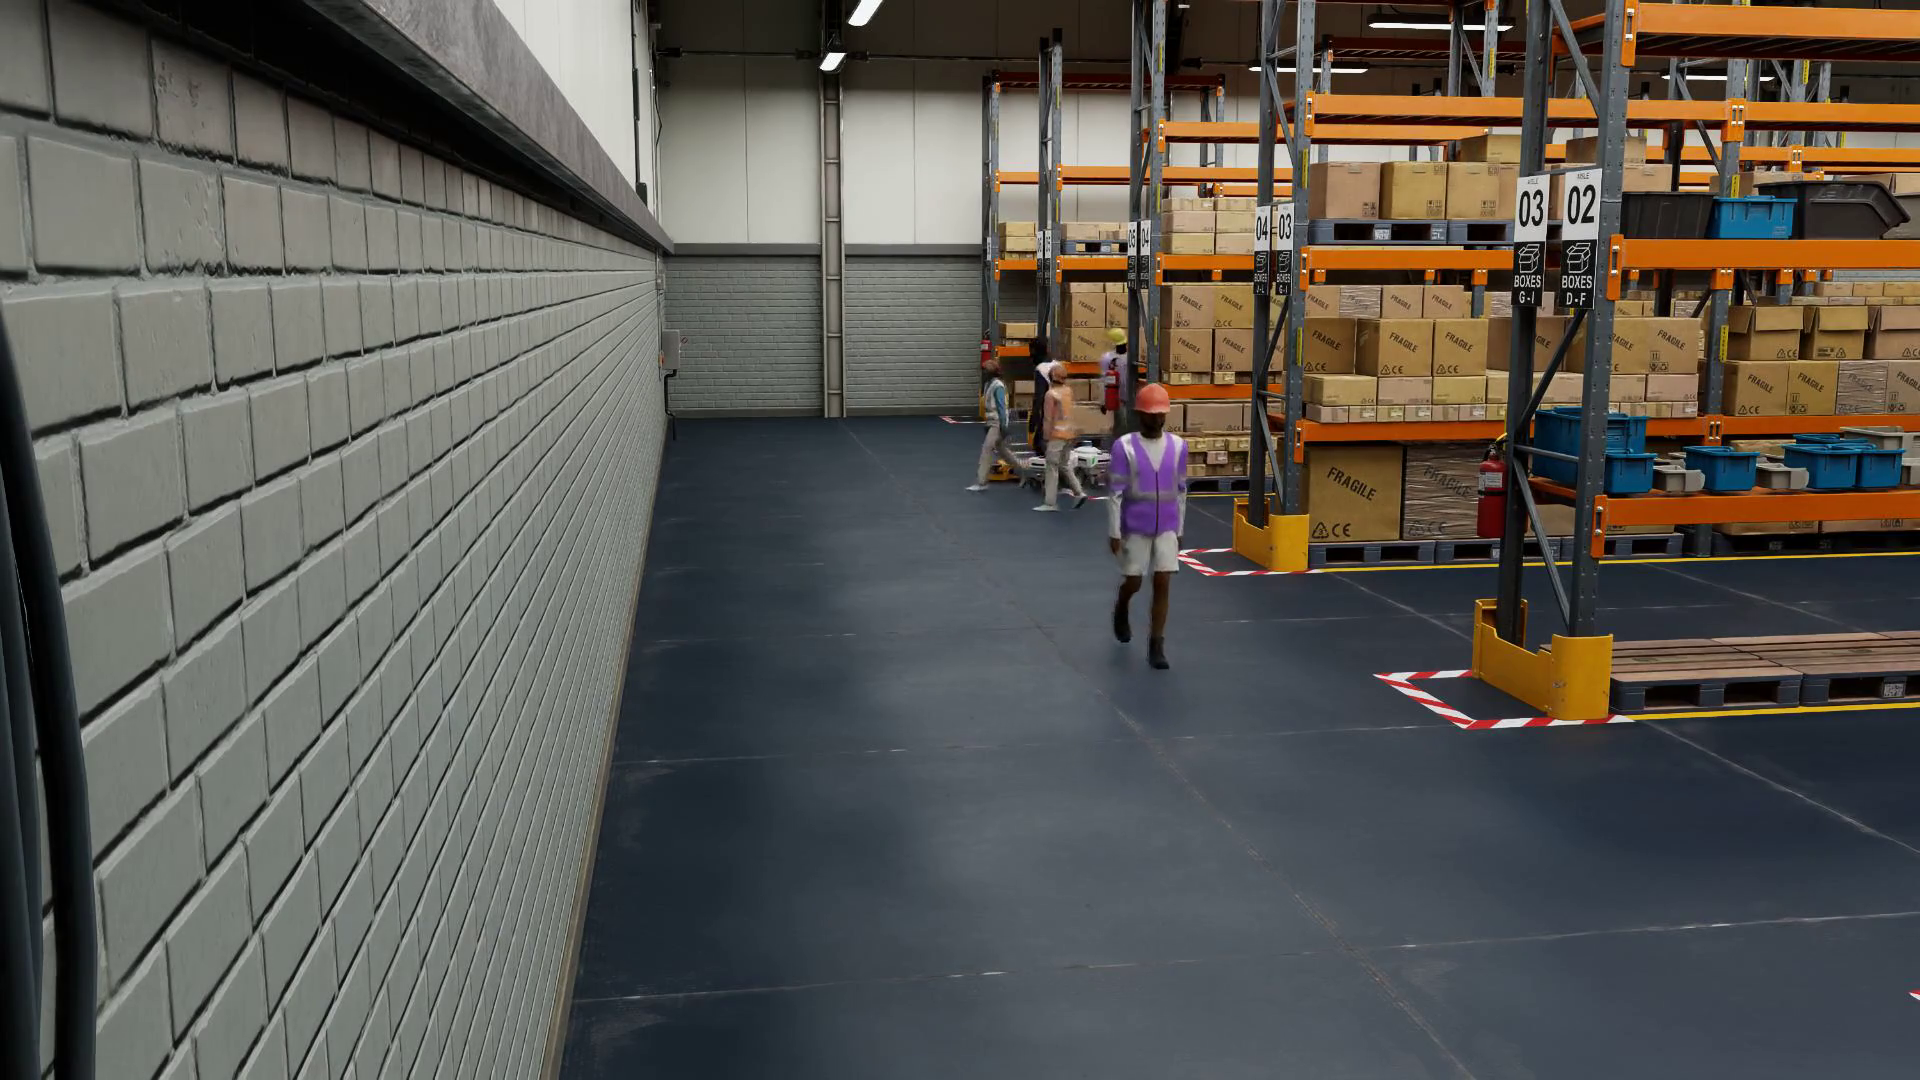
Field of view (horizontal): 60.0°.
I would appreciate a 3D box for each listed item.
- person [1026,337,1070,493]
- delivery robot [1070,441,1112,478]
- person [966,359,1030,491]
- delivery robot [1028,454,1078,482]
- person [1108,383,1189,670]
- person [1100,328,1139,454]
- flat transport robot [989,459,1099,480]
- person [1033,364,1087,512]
[{"bbox_3d":[0.984,-1.465,19.699,0.708,1.870,0.652,3,10,17],"label":"person"},{"bbox_3d":[1.568,-0.979,20.470,0.477,0.478,0.707,-6,11,-31],"label":"delivery robot"},{"bbox_3d":[0.494,-1.382,20.045,0.808,1.597,0.560,-2,9,-11],"label":"person"},{"bbox_3d":[1.122,-0.913,20.062,0.477,0.478,0.707,6,11,34],"label":"delivery robot"},{"bbox_3d":[1.257,-0.118,11.284,0.548,1.917,0.726,-2,9,-11],"label":"person"},{"bbox_3d":[2.221,-1.875,22.216,0.739,1.878,0.583,8,12,40],"label":"person"},{"bbox_3d":[1.044,-0.906,21.181,1.431,0.197,0.652,-1,9,-8],"label":"flat transport robot"},{"bbox_3d":[1.134,-1.120,18.323,0.424,1.626,0.589,6,11,31],"label":"person"}]
